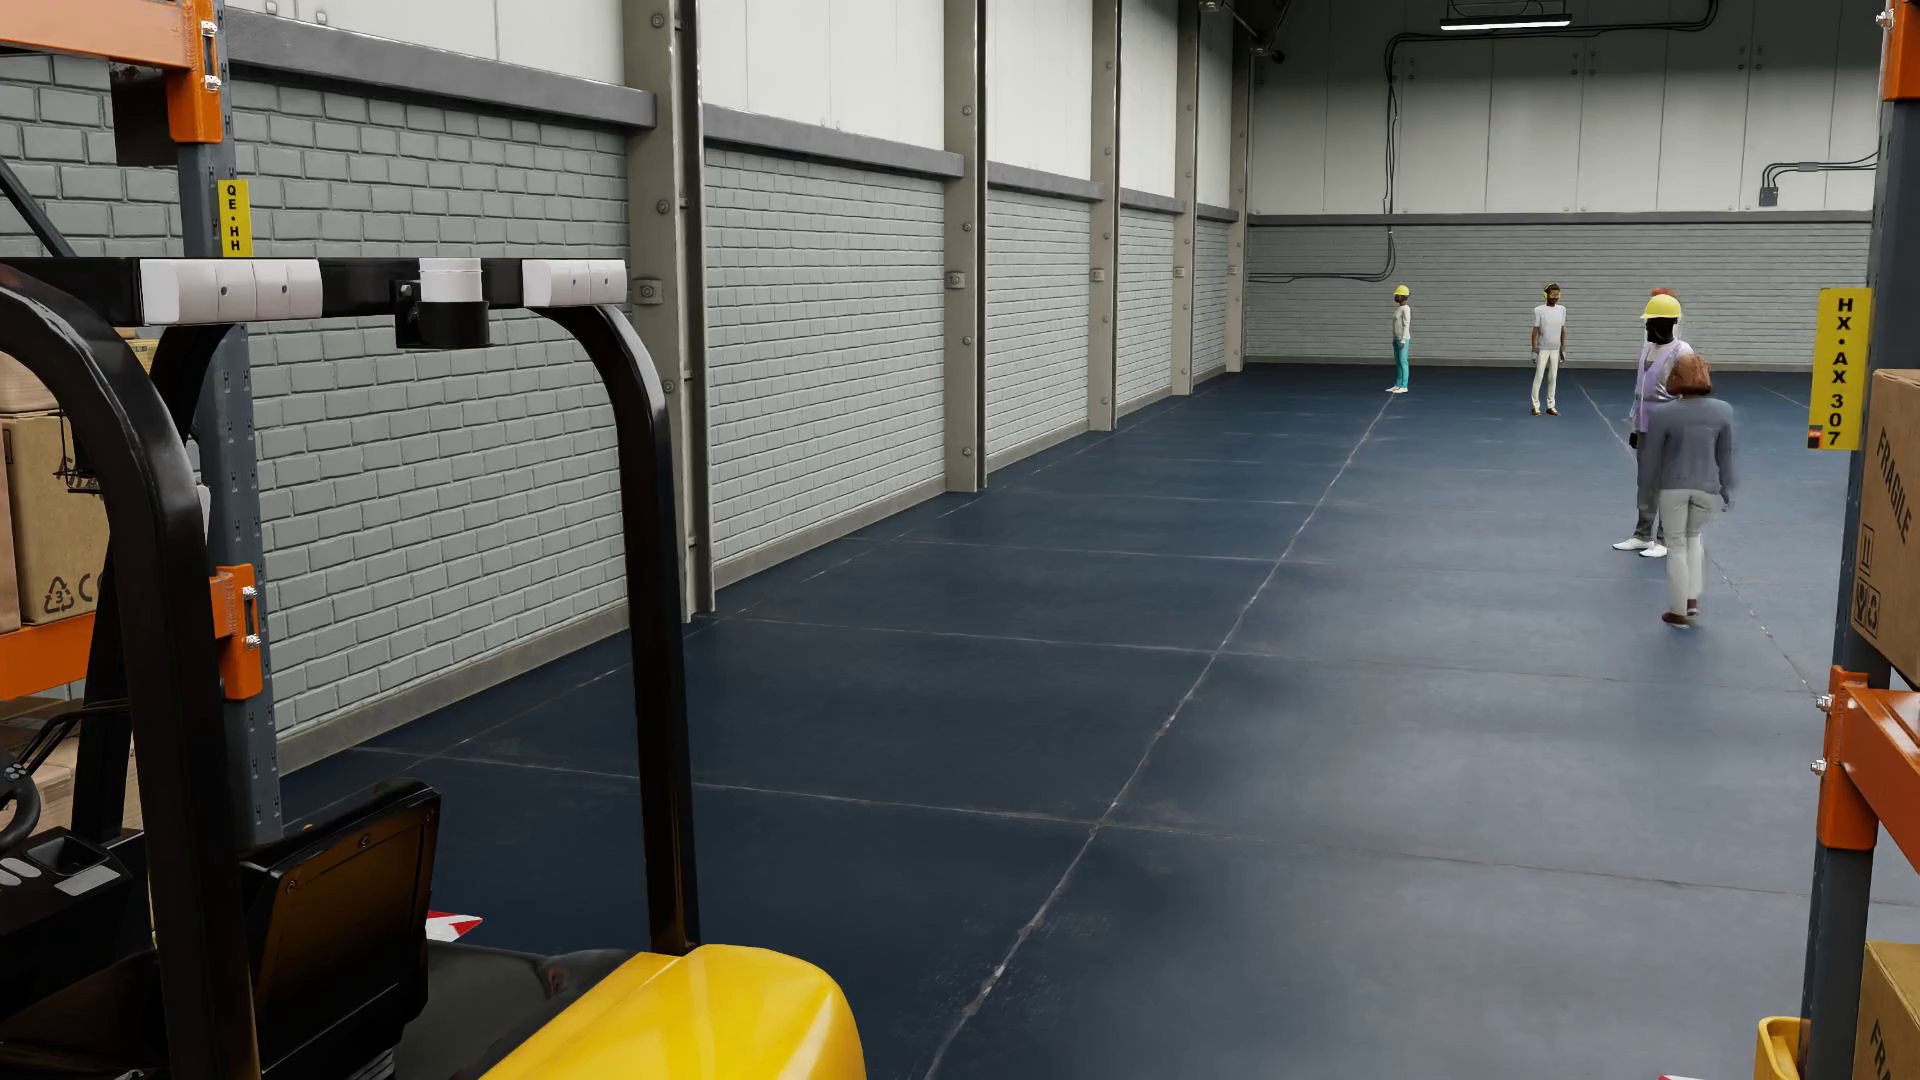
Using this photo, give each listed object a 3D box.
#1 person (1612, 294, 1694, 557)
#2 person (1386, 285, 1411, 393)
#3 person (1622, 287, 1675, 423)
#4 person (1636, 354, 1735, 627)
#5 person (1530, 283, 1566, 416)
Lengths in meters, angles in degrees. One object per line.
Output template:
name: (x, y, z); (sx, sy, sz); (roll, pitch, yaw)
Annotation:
person: (5.139, -0.837, 12.264); (0.367, 1.927, 0.587); (-2, 10, -11)
person: (7.263, -3.308, 27.449); (0.301, 1.772, 0.525); (-1, 10, -3)
person: (9.230, -2.405, 21.898); (0.585, 1.847, 0.983); (-4, 10, -24)
person: (4.315, -0.298, 9.943); (0.531, 1.614, 0.453); (0, 10, -1)
person: (8.275, -2.667, 23.385); (0.506, 1.856, 0.311); (-2, 10, -12)
